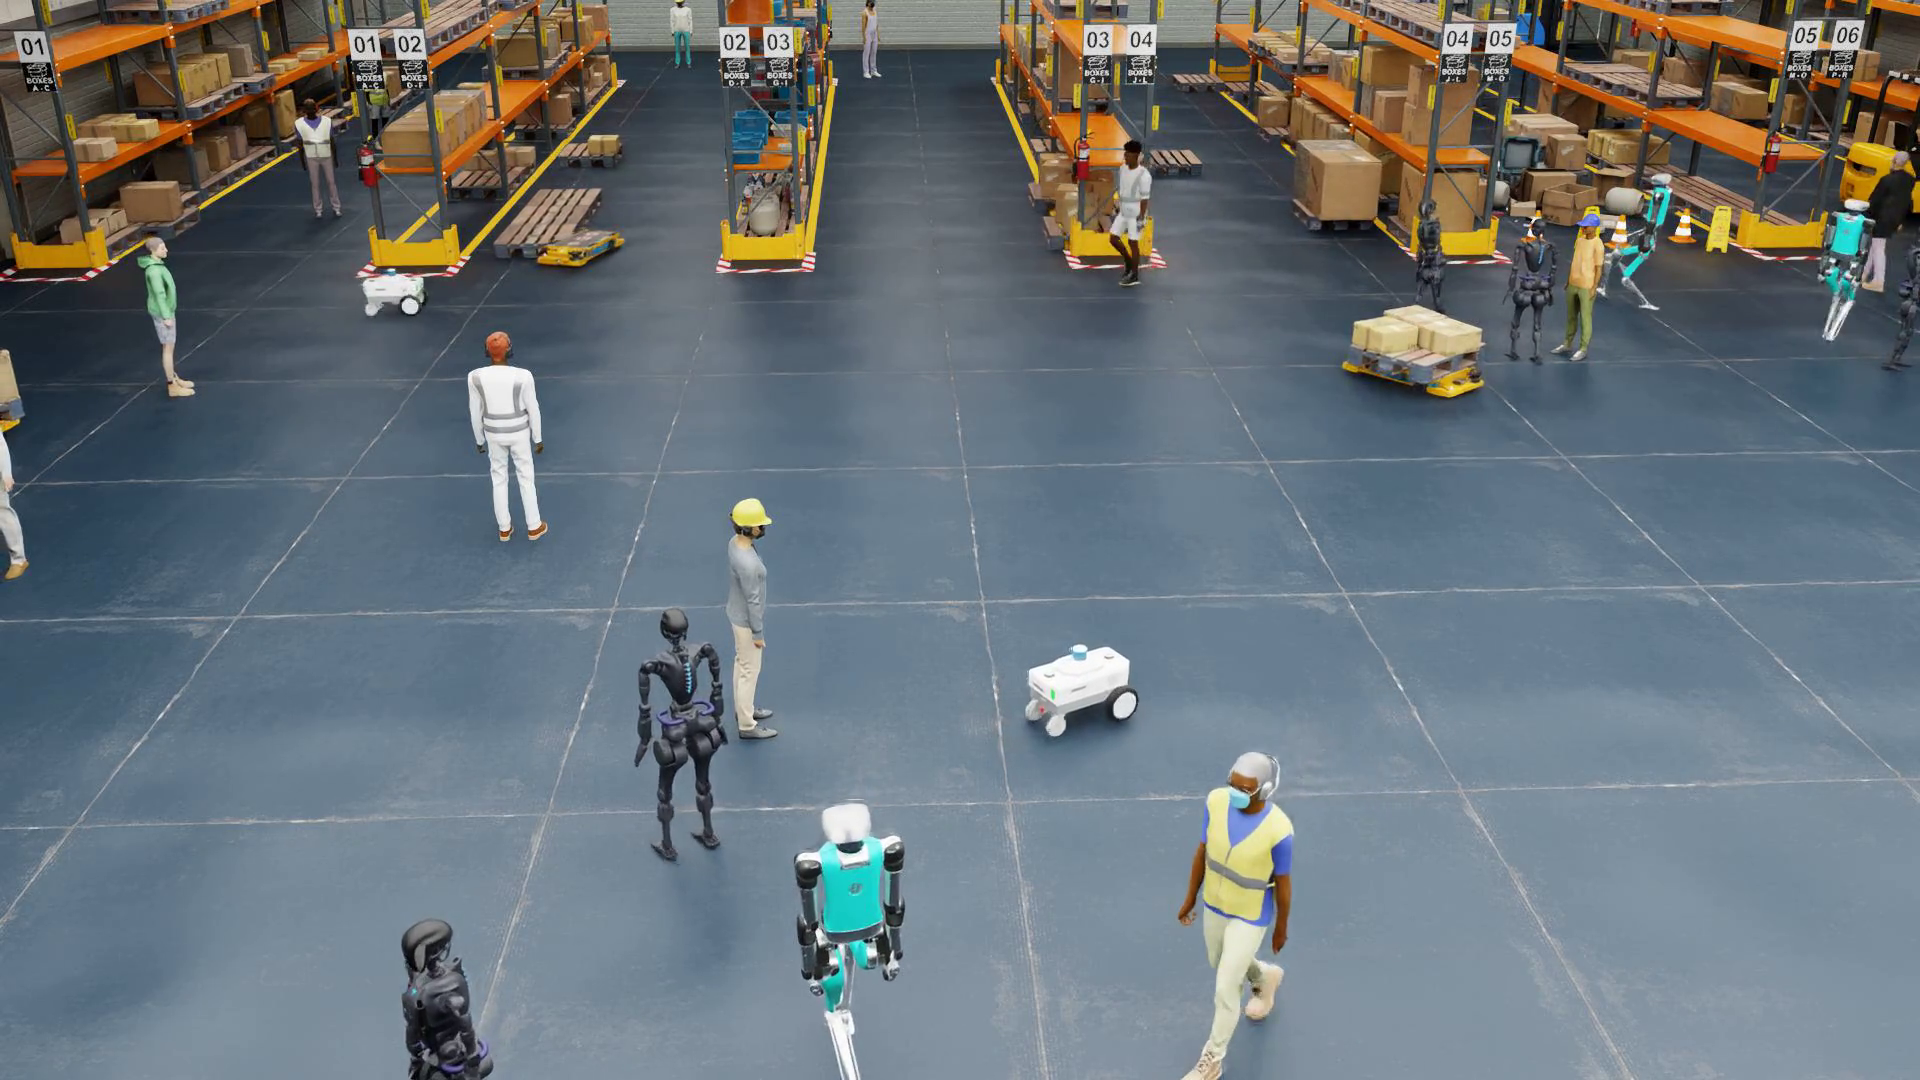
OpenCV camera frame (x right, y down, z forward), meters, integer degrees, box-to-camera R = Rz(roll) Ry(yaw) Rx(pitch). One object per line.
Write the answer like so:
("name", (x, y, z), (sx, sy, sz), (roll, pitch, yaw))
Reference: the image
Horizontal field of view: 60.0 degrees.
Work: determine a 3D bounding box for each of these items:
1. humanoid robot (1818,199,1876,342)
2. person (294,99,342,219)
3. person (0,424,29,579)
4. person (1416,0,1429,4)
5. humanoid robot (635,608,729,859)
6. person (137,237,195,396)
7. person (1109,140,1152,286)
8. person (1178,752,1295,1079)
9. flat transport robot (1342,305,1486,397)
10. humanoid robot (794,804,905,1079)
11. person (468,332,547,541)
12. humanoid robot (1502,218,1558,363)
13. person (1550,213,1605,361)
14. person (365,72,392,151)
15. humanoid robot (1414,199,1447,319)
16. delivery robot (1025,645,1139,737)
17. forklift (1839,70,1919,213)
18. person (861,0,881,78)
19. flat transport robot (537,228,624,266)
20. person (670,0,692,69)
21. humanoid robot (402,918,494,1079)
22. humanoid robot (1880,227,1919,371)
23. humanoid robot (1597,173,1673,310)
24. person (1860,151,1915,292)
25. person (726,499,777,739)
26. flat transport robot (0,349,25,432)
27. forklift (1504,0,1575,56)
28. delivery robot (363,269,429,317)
("humanoid robot", (10.625, -3.233, 19.900), (0.721, 1.767, 0.541), (-19, 30, -36))
("person", (-9.985, -5.937, 25.889), (0.557, 1.837, 0.395), (-10, 26, -22))
("person", (-8.145, -0.577, 13.786), (0.572, 1.888, 0.385), (2, 24, 5))
("person", (11.686, -13.061, 41.940), (0.400, 1.799, 0.593), (-17, 29, -34))
("humanoid robot", (-1.693, 1.161, 10.120), (0.593, 1.649, 0.345), (-16, 29, -32))
("person", (-8.671, -2.441, 18.143), (0.317, 1.742, 0.476), (-9, 26, -20))
("person", (2.258, -4.351, 22.173), (0.435, 1.952, 0.622), (-14, 28, -29))
("person", (1.428, 1.841, 8.387), (0.889, 1.867, 0.521), (-22, 32, -40))
("flat transport robot", (5.101, -1.914, 18.772), (0.659, 0.231, 1.431), (-20, 31, -38))
("humanoid robot", (-0.612, 1.952, 8.362), (0.530, 1.781, 1.029), (-8, 25, -17))
("person", (-3.935, -0.893, 14.494), (0.582, 1.882, 0.337), (-1, 24, -3))
("humanoid robot", (6.621, -2.884, 19.241), (0.608, 1.635, 0.465), (-4, 24, -9))
("person", (7.195, -2.936, 19.288), (0.351, 1.717, 0.455), (-10, 26, -21))
("person", (-10.839, -8.146, 31.020), (0.319, 1.696, 0.531), (17, 29, 33))
("humanoid robot", (5.782, -3.314, 20.252), (0.635, 1.638, 0.647), (-2, 24, -5))
("delivery robot", (0.850, 1.020, 11.800), (0.756, 0.571, 0.499), (-14, 28, -29))
("forklift", (15.132, -6.143, 25.915), (2.313, 2.155, 1.214), (-1, 24, -2))
("person", (-2.084, -11.826, 39.085), (0.373, 1.863, 0.509), (21, 32, 39))
("flat transport robot", (-5.448, -4.215, 23.944), (0.659, 0.231, 1.431), (6, 25, 14))
("person", (-6.759, -12.352, 40.395), (0.522, 1.760, 0.324), (-1, 24, -3))
("humanoid robot", (-2.281, 2.404, 7.342), (0.385, 1.660, 0.599), (-22, 32, -40))
("humanoid robot", (10.839, -2.752, 18.906), (0.331, 1.656, 0.605), (14, 28, 28))
("humanoid robot", (8.589, -3.843, 21.370), (1.018, 1.784, 0.533), (14, 27, 28))
("person", (12.229, -4.242, 22.081), (0.578, 1.831, 0.626), (-10, 26, -20))
("person", (-1.433, 0.532, 11.447), (0.333, 1.757, 0.515), (-8, 25, -16))
("flat transport robot", (-10.316, -1.040, 16.809), (0.659, 0.231, 1.431), (6, 25, 12))
("forklift", (14.700, -13.805, 42.301), (1.873, 2.768, 1.129), (-1, 24, -2))
("delivery robot", (-7.211, -3.161, 21.215), (0.785, 0.587, 0.499), (-2, 24, -4))
